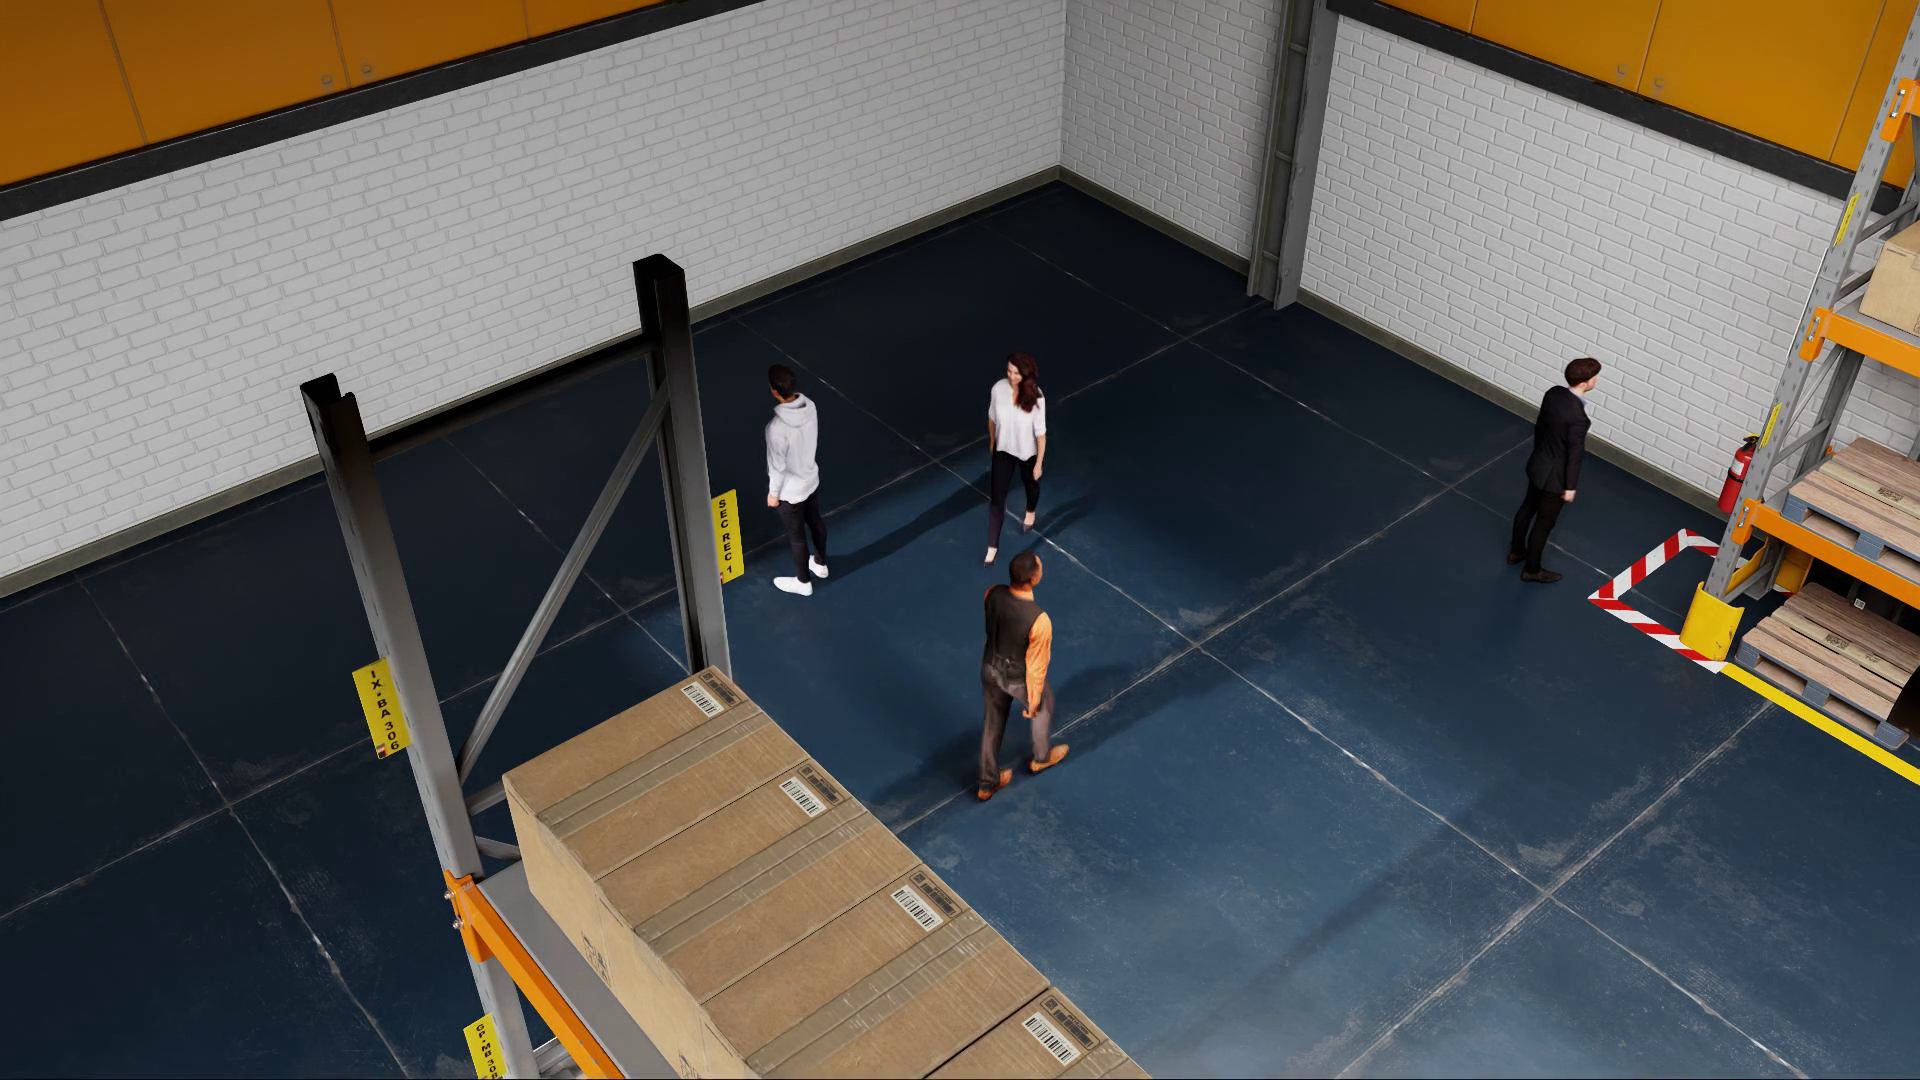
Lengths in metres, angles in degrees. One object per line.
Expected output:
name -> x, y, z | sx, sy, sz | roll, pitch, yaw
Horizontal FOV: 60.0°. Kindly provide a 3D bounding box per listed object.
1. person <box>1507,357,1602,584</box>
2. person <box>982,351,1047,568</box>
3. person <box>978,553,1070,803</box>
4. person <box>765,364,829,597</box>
person -> 4.353, -0.524, 12.228 | 0.850, 1.886, 0.740 | -6, 39, -7
person -> 0.472, -0.691, 12.553 | 1.149, 1.741, 1.063 | 13, 40, 15
person -> 0.268, 0.913, 10.435 | 0.947, 1.878, 0.850 | 27, 46, 30
person -> -1.184, -0.437, 12.088 | 0.710, 1.925, 0.756 | 18, 42, 22
